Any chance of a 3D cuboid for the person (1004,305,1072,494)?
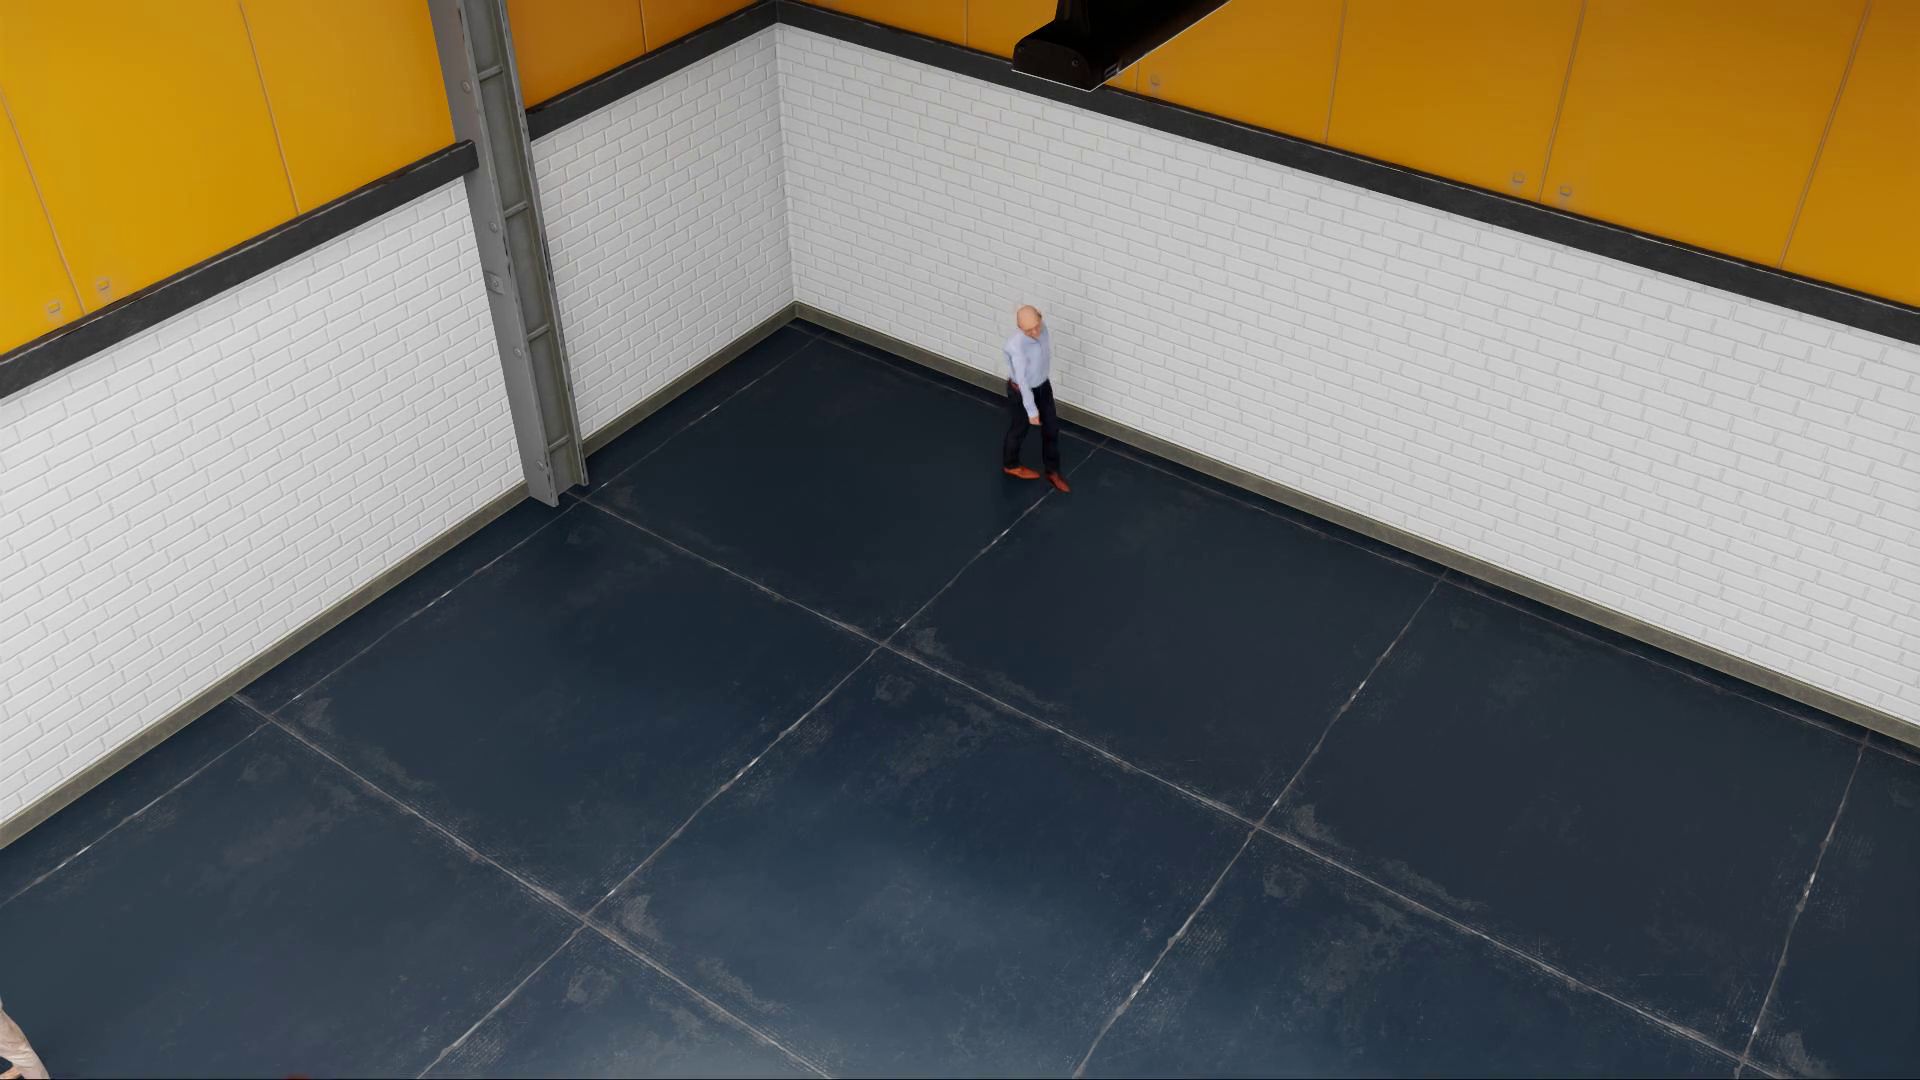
[{"bbox_3d":[0.512,-1.147,12.922,0.830,1.738,0.831,19,42,22],"label":"person"}]
